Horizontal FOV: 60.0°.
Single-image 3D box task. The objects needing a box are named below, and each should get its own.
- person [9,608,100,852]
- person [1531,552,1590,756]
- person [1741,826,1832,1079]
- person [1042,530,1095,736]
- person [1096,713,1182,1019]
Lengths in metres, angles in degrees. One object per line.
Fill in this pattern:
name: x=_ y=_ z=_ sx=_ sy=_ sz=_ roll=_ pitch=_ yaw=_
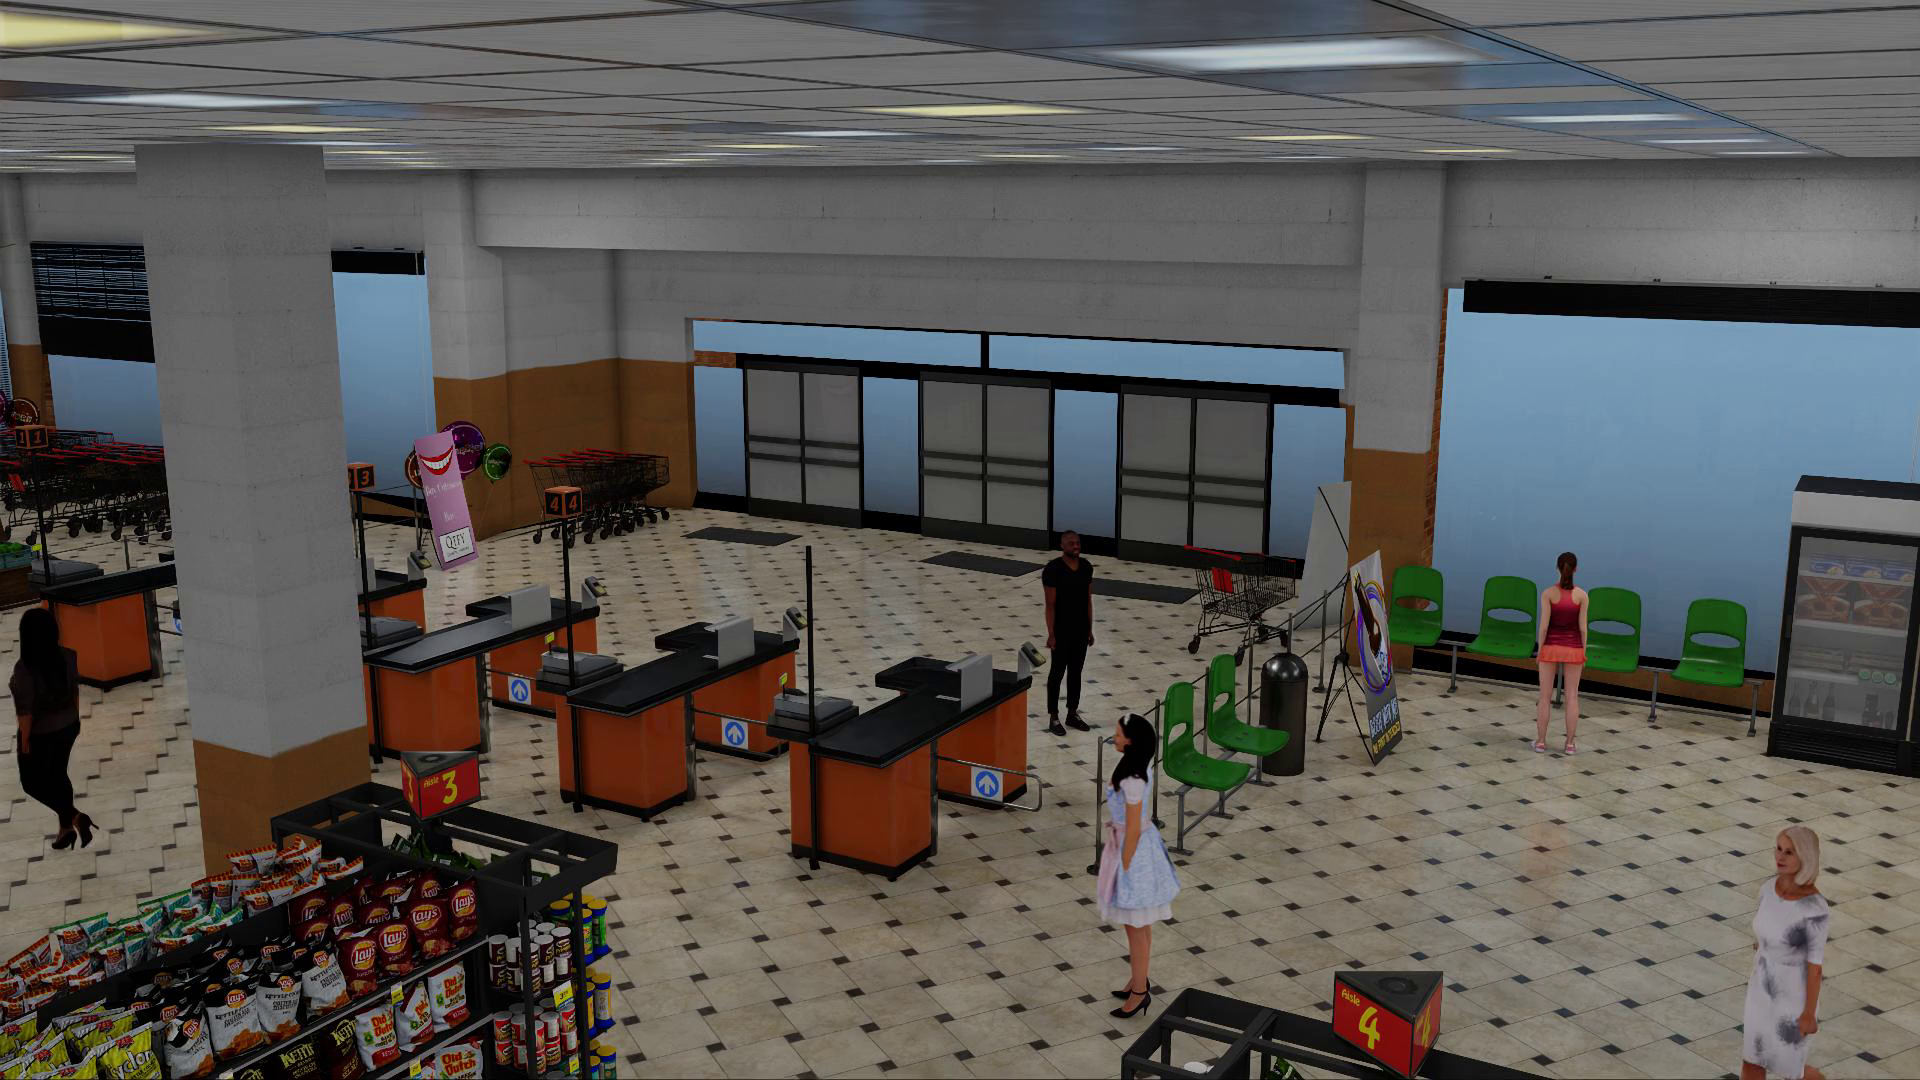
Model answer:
person: x=-6.423 y=1.401 z=11.860 sx=0.790 sy=1.828 sz=0.862 roll=4 pitch=13 yaw=20
person: x=5.114 y=0.956 z=14.154 sx=0.622 sy=1.753 sz=0.632 roll=3 pitch=12 yaw=14
person: x=4.103 y=2.228 z=8.160 sx=1.003 sy=1.734 sz=0.911 roll=-4 pitch=13 yaw=-19
person: x=0.957 y=0.800 z=14.732 sx=0.683 sy=1.820 sz=0.811 roll=-7 pitch=14 yaw=-30
person: x=1.001 y=1.877 z=9.623 sx=0.857 sy=1.818 sz=0.767 roll=2 pitch=12 yaw=12
